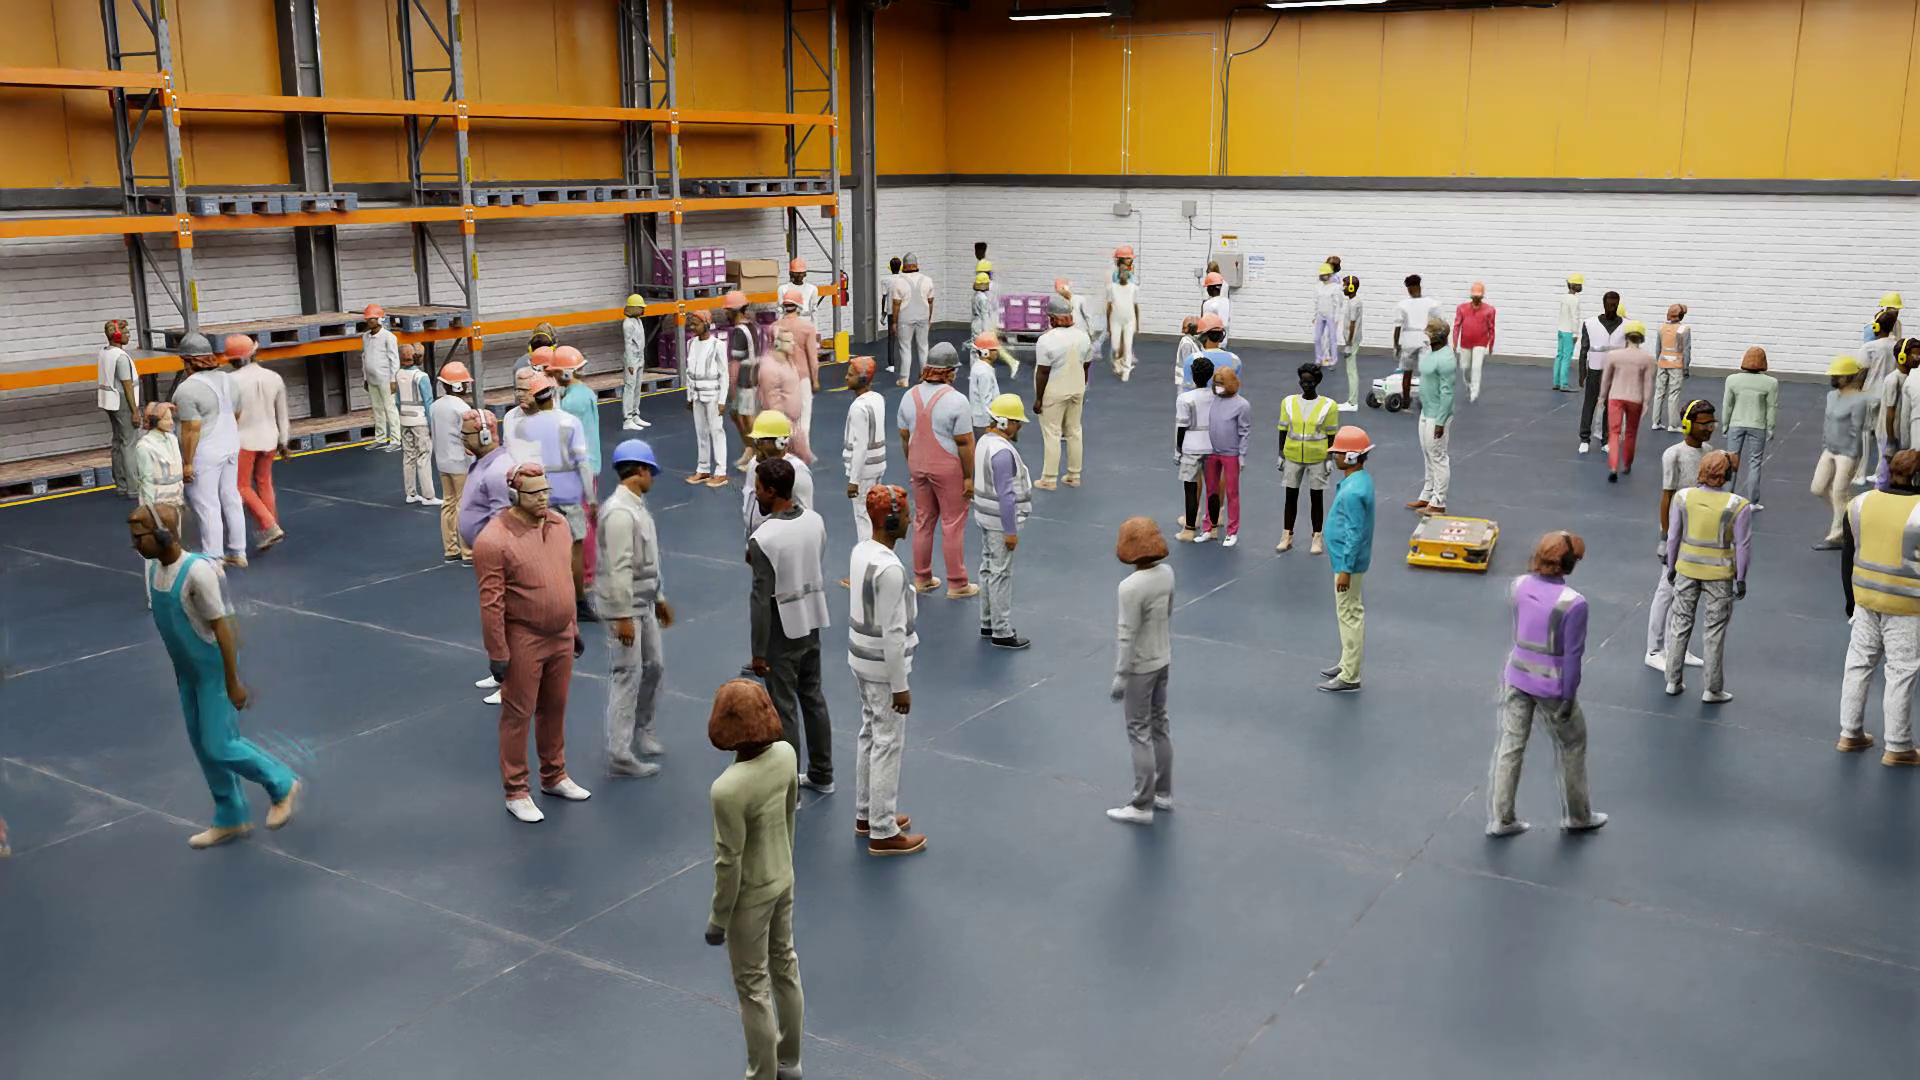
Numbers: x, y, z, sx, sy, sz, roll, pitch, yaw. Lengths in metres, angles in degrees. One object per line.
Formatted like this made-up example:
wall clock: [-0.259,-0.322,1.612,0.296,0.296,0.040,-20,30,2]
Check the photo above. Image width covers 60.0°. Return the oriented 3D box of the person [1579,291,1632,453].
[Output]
person: [7.619,-1.985,19.679,0.594,1.921,0.388,2,13,7]

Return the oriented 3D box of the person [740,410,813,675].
person: [-1.235,0.040,11.084,0.589,1.835,0.404,12,18,42]

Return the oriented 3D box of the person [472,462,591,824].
person: [-2.237,0.525,8.824,0.406,1.906,0.654,7,15,29]

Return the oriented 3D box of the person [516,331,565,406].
person: [-3.878,-1.015,15.580,0.515,1.873,0.329,-3,13,-14]

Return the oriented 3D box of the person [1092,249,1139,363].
person: [2.645,-4.008,28.422,0.653,1.962,0.784,-12,18,-42]

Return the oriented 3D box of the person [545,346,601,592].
person: [-3.092,-0.571,13.404,0.407,1.987,0.615,1,13,5]

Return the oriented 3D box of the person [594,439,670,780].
person: [-1.878,0.384,9.494,0.415,1.890,0.650,1,13,6]

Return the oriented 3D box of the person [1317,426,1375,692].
person: [2.533,0.121,10.911,0.333,1.749,0.574,4,14,16]

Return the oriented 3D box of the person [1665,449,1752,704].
person: [4.788,0.233,10.676,0.308,1.639,0.523,-12,17,-41]

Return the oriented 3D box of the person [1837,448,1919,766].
person: [5.397,0.381,9.607,0.429,1.837,0.621,-6,14,-25]

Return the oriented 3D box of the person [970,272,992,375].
person: [0.329,-3.187,25.282,0.308,1.744,0.485,-5,14,-20]

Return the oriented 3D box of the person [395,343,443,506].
person: [-5.447,-1.154,16.690,0.515,1.641,0.308,9,16,34]

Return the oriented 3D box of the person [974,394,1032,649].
person: [0.307,-0.135,11.874,0.403,1.822,0.588,-3,13,-14]

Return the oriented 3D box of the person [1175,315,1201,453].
person: [2.693,-1.837,19.676,0.313,1.634,0.515,3,13,13]

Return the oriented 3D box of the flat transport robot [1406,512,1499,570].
flat transport robot: [4.369,-0.002,14.694,0.652,0.197,1.431,5,14,21]

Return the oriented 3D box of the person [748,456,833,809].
person: [-0.913,0.499,8.952,0.392,1.908,0.582,8,15,30]

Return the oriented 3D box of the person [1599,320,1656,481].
person: [7.246,-1.522,18.090,0.534,1.728,0.872,5,14,20]

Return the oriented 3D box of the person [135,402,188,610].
person: [-6.156,-0.261,12.844,0.320,1.628,0.509,1,13,2]

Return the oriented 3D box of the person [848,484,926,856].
person: [-0.384,0.647,8.364,0.347,1.878,0.586,-4,14,-17]

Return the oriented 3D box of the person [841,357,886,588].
person: [-0.783,-0.546,13.525,0.349,1.879,0.584,3,13,13]

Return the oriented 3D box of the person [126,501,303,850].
person: [-3.782,0.671,8.394,0.536,1.815,0.609,11,17,39]

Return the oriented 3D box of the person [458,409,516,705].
person: [-3.013,0.097,10.711,0.395,1.900,0.647,-6,14,-23]

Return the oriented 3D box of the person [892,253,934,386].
person: [-0.756,-3.378,25.459,0.672,2.000,0.535,-5,14,-22]

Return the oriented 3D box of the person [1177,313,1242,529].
person: [2.335,-1.116,15.684,0.612,2.029,0.409,-6,14,-24]

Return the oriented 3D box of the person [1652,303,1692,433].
person: [9.063,-2.187,21.171,0.307,1.641,0.511,-7,15,-27]

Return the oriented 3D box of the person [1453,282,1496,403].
person: [7.377,-2.852,23.864,0.576,1.726,0.637,7,15,26]

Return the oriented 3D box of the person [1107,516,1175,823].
person: [0.963,0.676,8.768,0.268,1.630,0.508,9,16,33]

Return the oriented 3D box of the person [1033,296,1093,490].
person: [1.020,-1.554,17.545,0.678,2.000,0.537,-9,16,-34]

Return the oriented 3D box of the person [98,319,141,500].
person: [-8.559,-1.326,16.982,0.565,1.846,0.390,11,17,41]

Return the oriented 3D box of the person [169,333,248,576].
person: [-6.339,-0.721,13.931,0.537,2.000,0.689,3,13,12]

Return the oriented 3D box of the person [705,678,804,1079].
person: [-0.759,1.294,6.083,0.279,1.634,0.499,6,14,24]

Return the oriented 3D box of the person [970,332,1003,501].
person: [0.265,-1.215,16.706,0.330,1.751,0.565,-2,13,-8]

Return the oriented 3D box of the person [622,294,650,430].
person: [-4.175,-2.295,21.441,0.342,1.735,0.484,2,13,8]

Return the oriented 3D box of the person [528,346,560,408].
person: [-3.818,-0.920,15.424,0.330,1.751,0.565,0,13,2]

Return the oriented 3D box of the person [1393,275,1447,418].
person: [6.237,-2.622,22.503,0.766,1.894,0.965,2,13,10]

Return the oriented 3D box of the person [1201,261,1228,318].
person: [4.002,-3.479,26.330,0.517,1.842,0.326,-7,15,-28]
